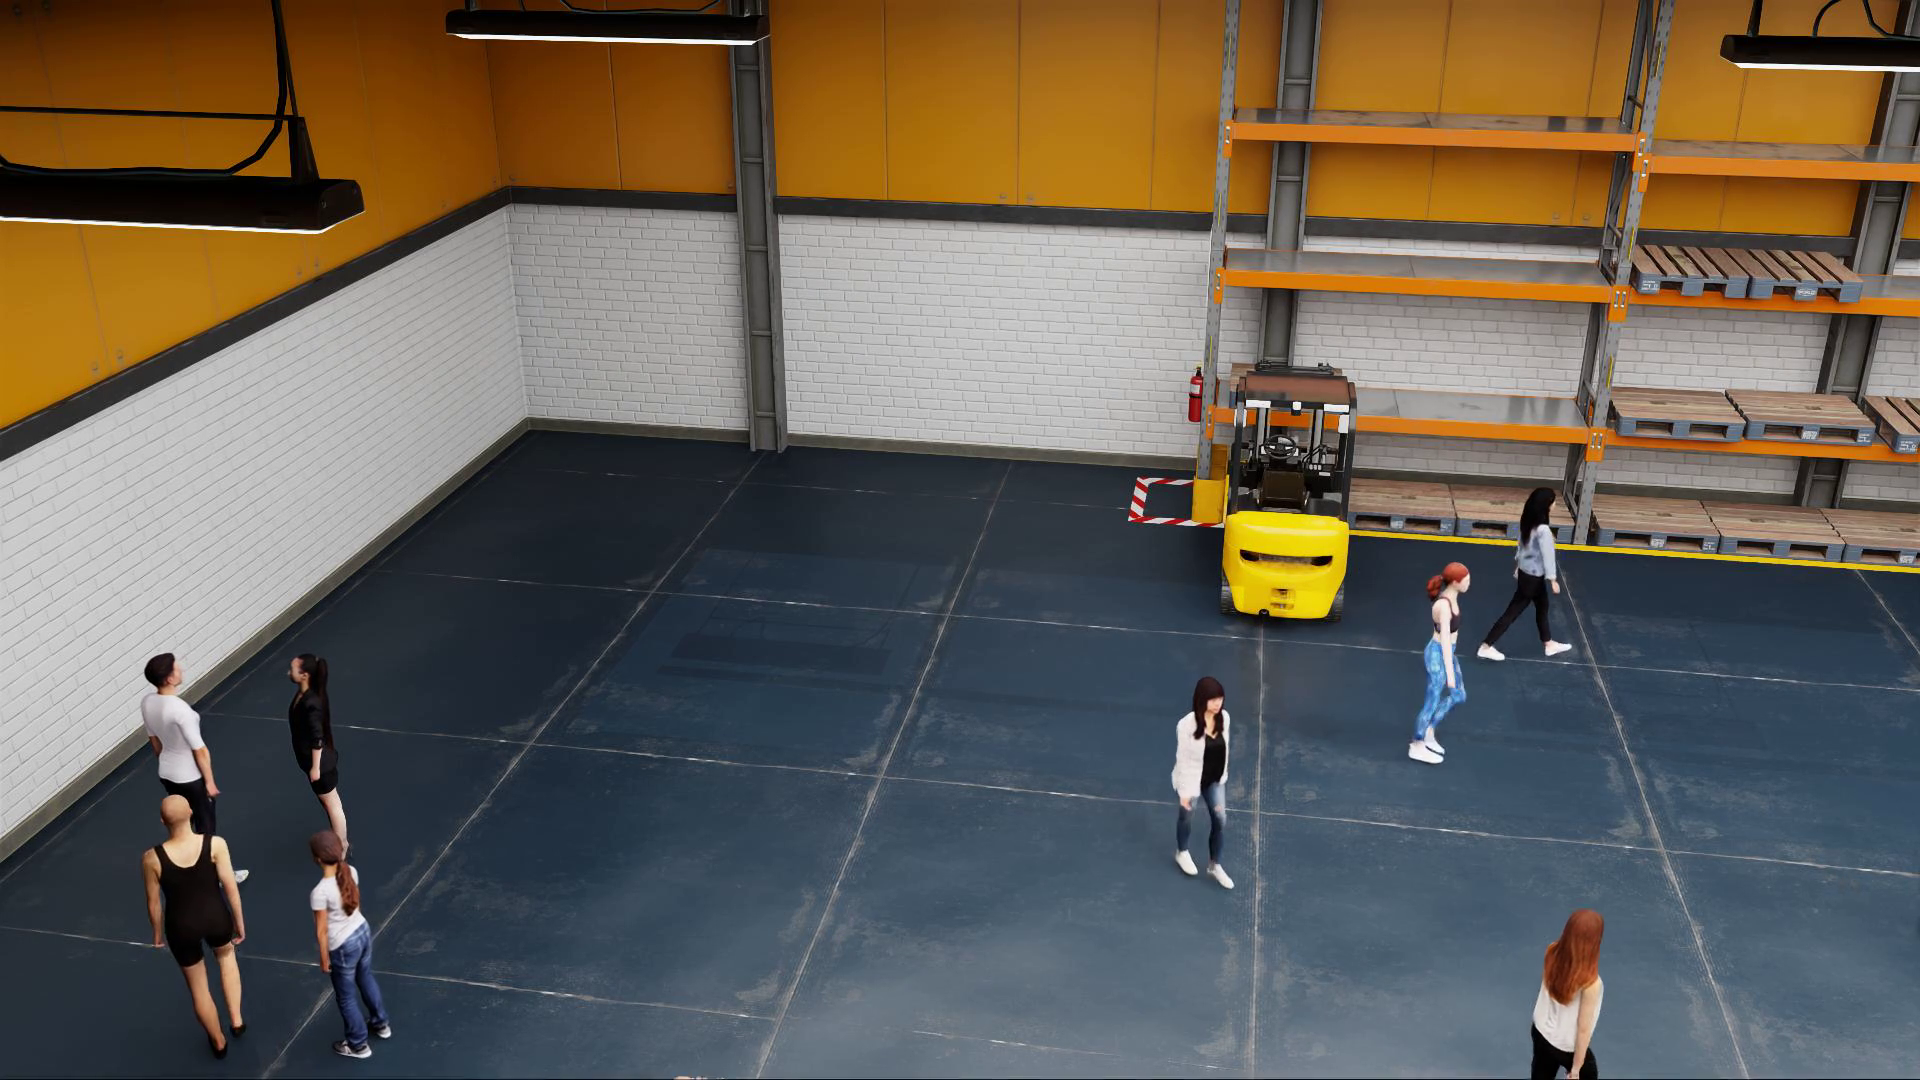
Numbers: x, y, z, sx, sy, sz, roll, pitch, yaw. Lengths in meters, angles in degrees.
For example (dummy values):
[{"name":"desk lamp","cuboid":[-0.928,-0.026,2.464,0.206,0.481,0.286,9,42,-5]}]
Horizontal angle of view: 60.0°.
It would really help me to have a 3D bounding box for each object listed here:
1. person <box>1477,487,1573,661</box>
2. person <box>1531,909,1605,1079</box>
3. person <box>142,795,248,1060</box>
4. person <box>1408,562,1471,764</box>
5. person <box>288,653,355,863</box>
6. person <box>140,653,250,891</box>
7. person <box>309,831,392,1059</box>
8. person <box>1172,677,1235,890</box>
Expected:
[{"name":"person","cuboid":[5.034,0.357,14.887,1.168,1.666,0.763,-1,24,-2]},{"name":"person","cuboid":[3.280,2.799,9.244,0.767,1.711,0.719,-10,26,-22]},{"name":"person","cuboid":[-4.595,2.391,10.063,0.765,1.802,0.832,-15,28,-30]},{"name":"person","cuboid":[3.746,0.983,13.316,0.706,1.775,0.642,11,26,24]},{"name":"person","cuboid":[-4.635,1.580,12.048,0.713,1.697,0.684,-10,26,-22]},{"name":"person","cuboid":[-5.472,1.639,11.723,0.626,1.851,0.788,12,26,26]},{"name":"person","cuboid":[-3.759,2.461,10.204,0.567,1.561,0.561,7,25,17]},{"name":"person","cuboid":[1.674,1.679,11.923,0.847,1.617,0.887,-9,25,-20]}]
